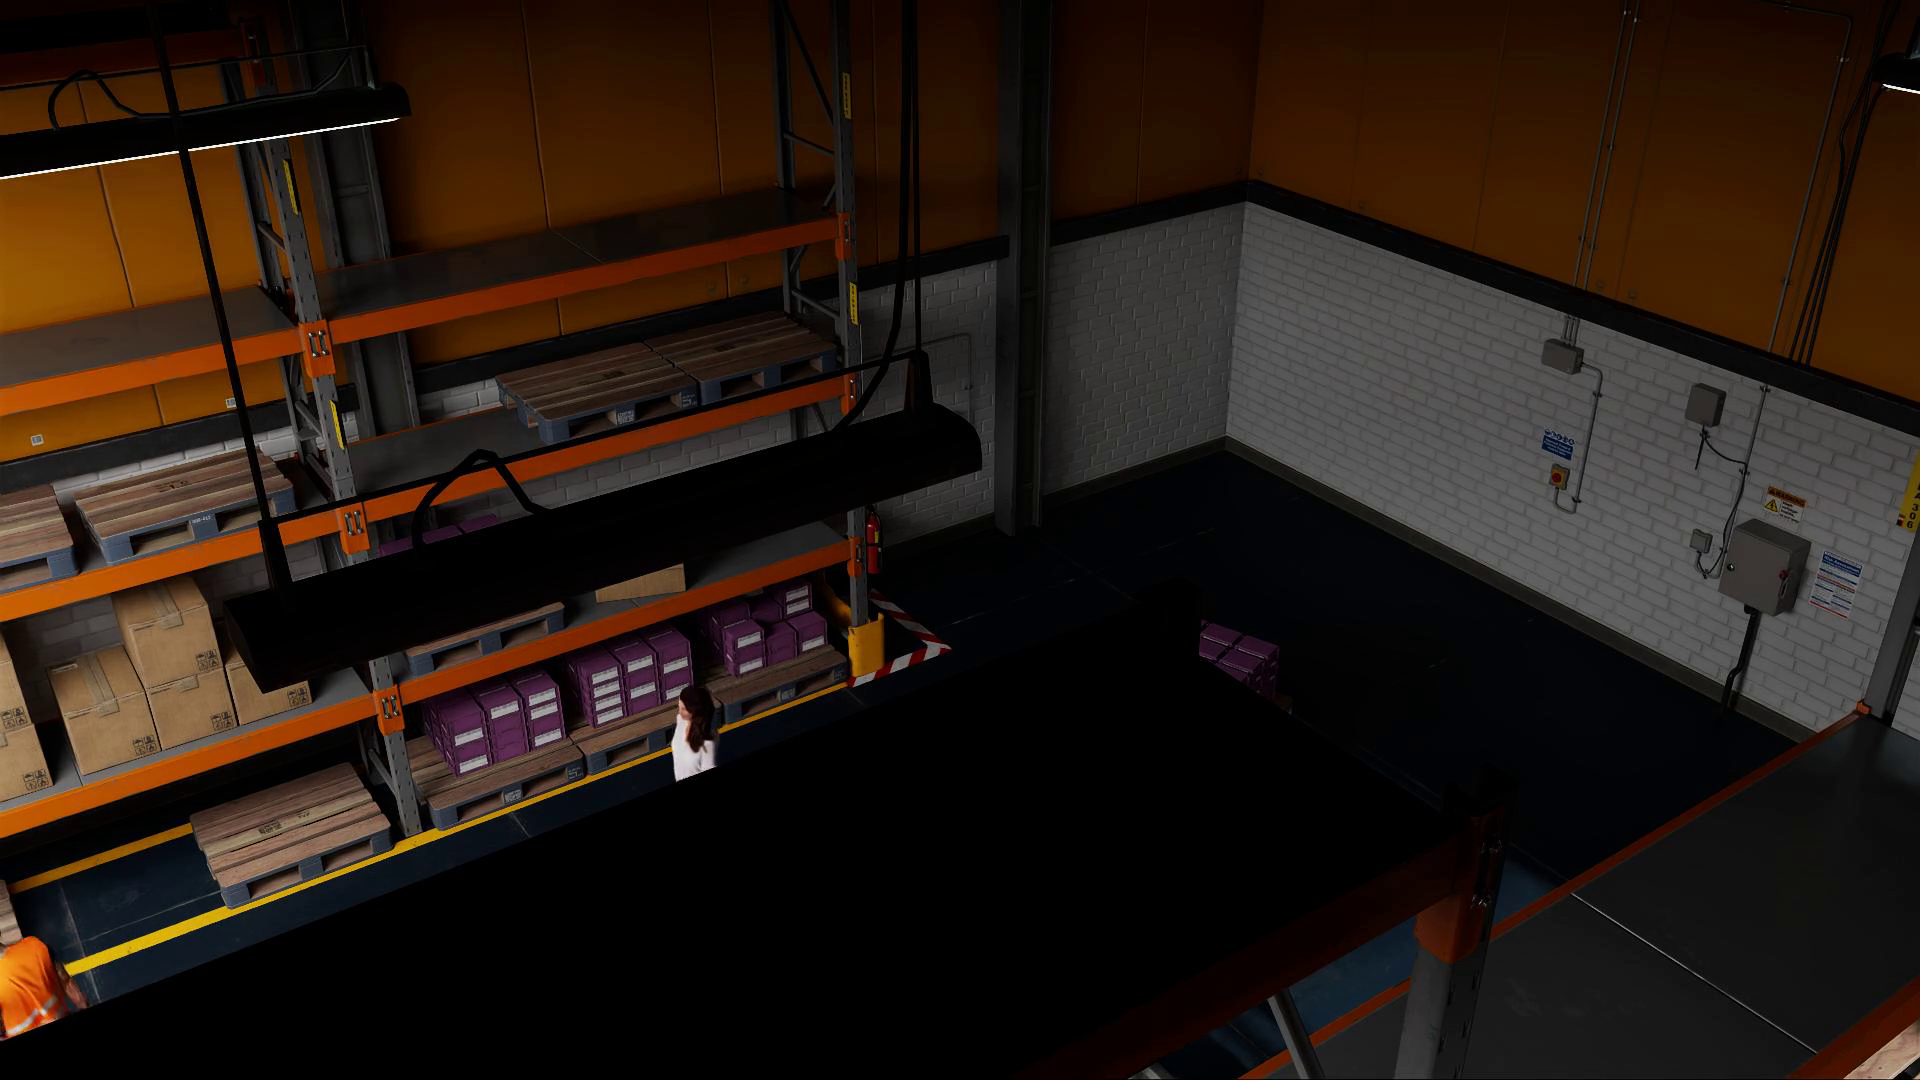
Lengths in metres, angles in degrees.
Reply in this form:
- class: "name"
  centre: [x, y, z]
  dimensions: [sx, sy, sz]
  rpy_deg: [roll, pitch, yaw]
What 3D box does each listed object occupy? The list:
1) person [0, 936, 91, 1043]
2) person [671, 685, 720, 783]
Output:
- class: "person"
  centre: [-5.156, 2.840, 9.500]
  dimensions: [0.976, 1.844, 0.896]
  rpy_deg: [15, 32, 25]
- class: "person"
  centre: [-1.723, 1.727, 11.618]
  dimensions: [0.741, 1.771, 0.927]
  rpy_deg: [25, 37, 37]
